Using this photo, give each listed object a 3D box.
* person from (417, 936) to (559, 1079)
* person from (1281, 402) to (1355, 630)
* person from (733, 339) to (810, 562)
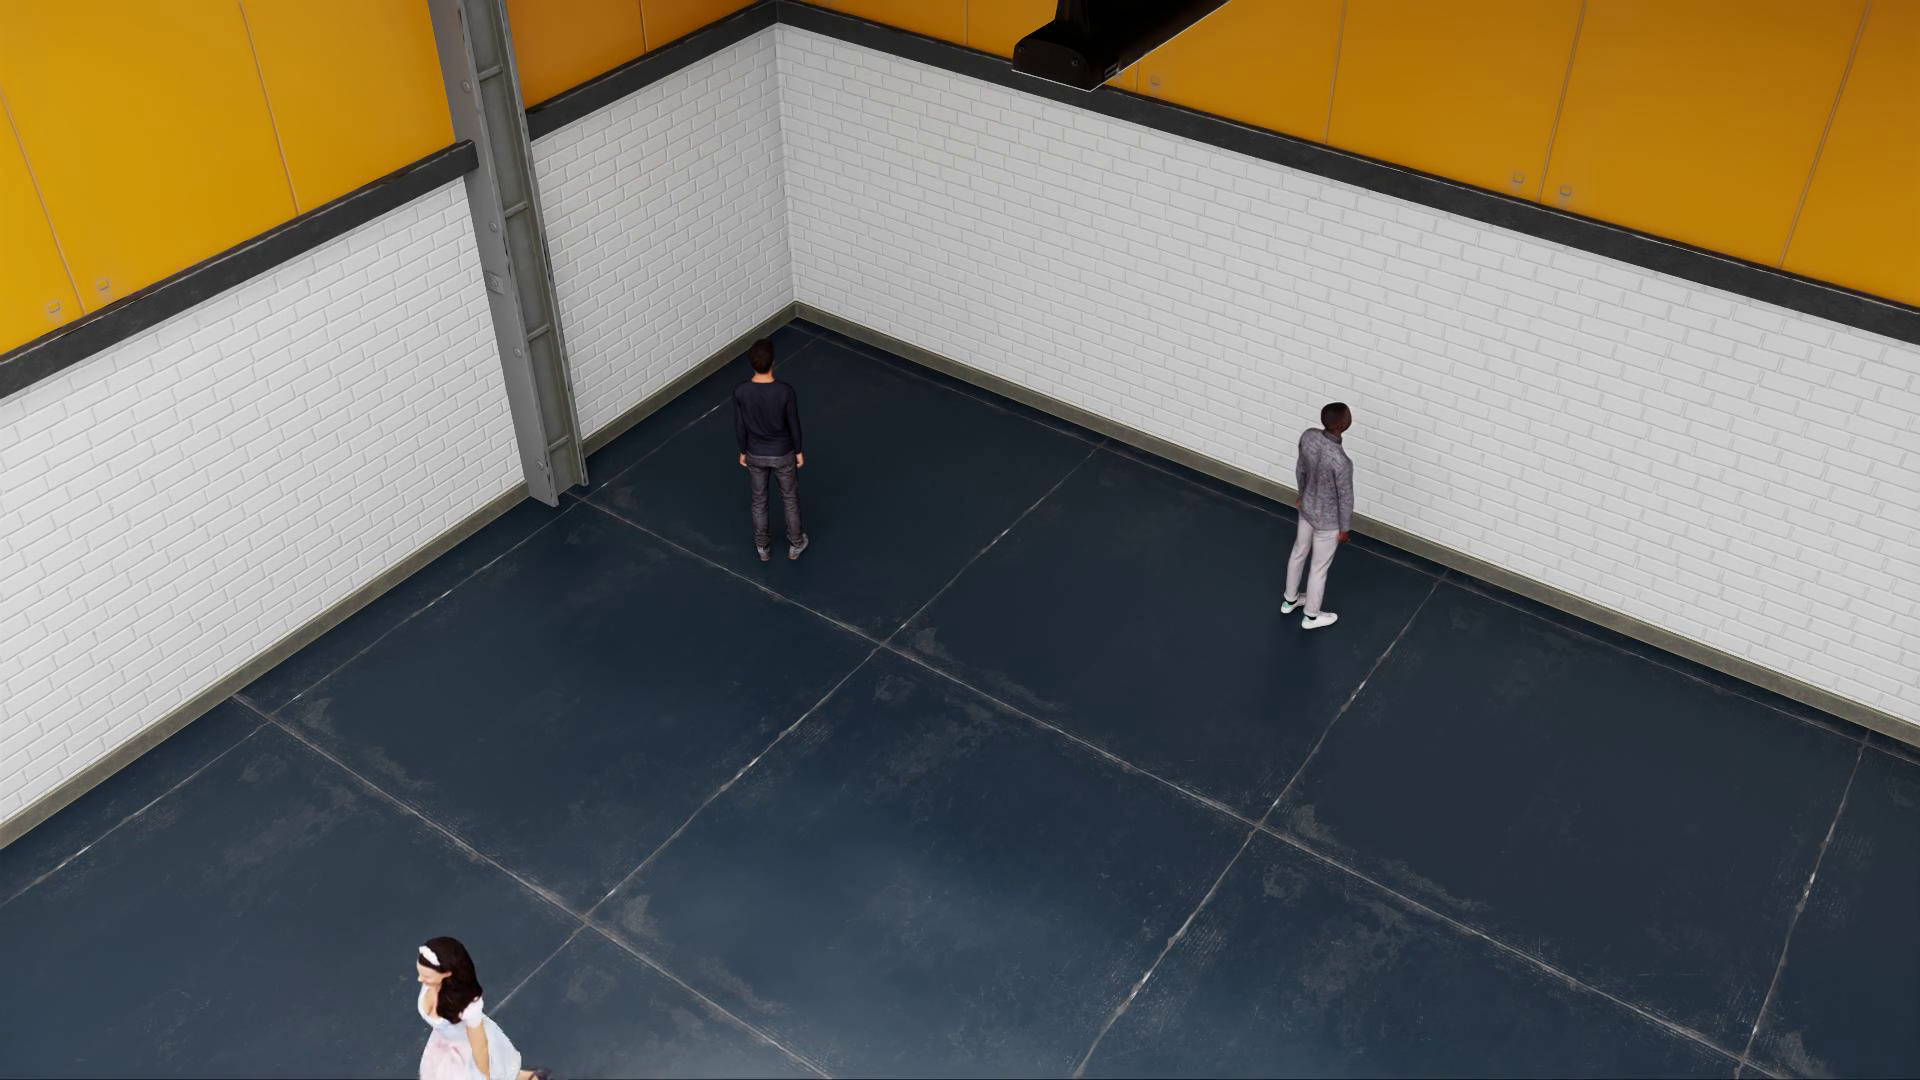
[{"bbox_3d":[-2.369,2.514,8.288,0.745,1.800,0.954,32,48,33],"label":"person"},{"bbox_3d":[2.513,-0.184,11.636,0.711,1.838,0.755,-19,43,-23],"label":"person"},{"bbox_3d":[-1.385,-0.638,12.178,0.715,1.870,0.738,0,39,0],"label":"person"}]
